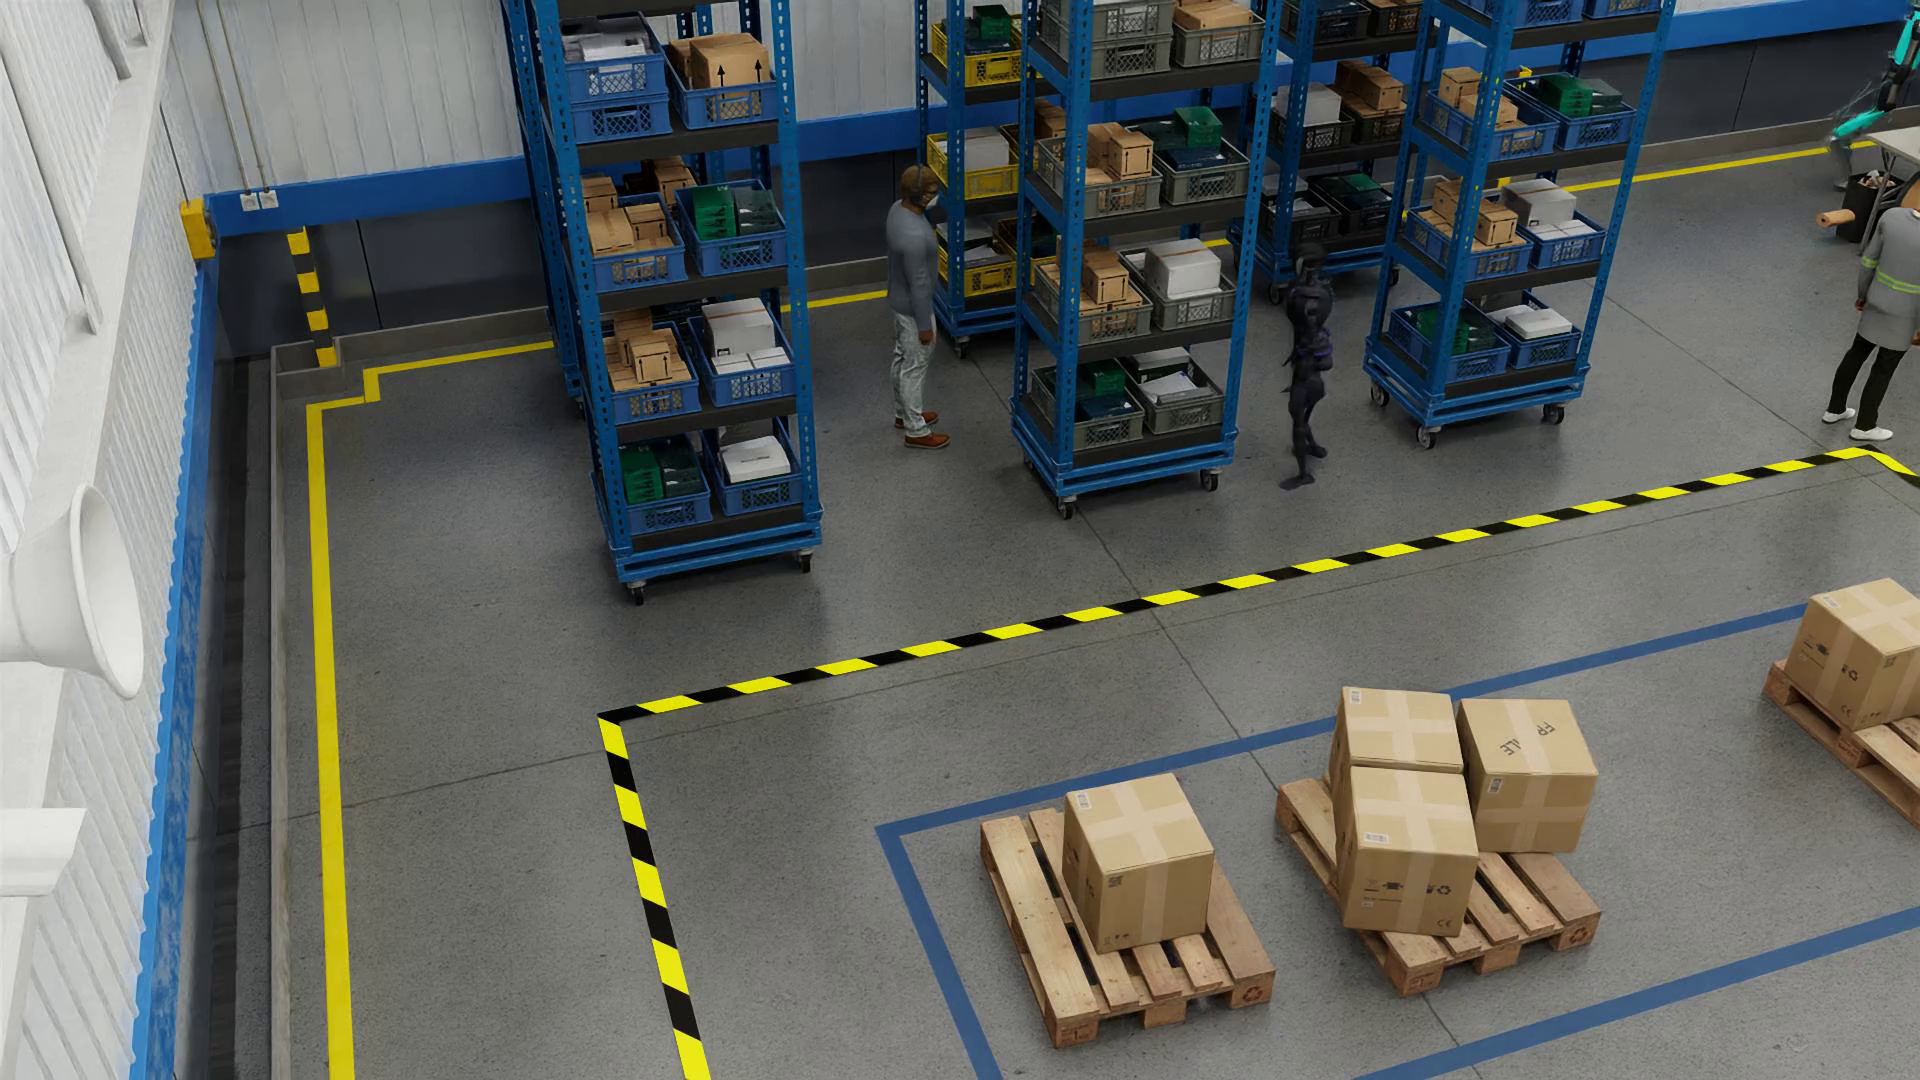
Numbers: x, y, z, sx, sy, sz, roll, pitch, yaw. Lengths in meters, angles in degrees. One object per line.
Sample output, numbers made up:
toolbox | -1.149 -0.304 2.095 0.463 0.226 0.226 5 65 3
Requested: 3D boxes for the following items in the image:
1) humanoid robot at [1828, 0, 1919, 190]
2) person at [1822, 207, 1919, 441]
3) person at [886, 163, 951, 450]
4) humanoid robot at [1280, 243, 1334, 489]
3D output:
humanoid robot | 7.757 -3.783 14.183 0.677 1.837 0.552 16 38 22
person | 6.112 -1.523 10.842 0.388 1.849 0.596 -12 37 -16
person | -0.286 -1.504 10.745 0.373 1.934 0.626 -7 36 -10
humanoid robot | 2.198 -1.102 10.402 0.419 1.646 0.594 3 35 4
